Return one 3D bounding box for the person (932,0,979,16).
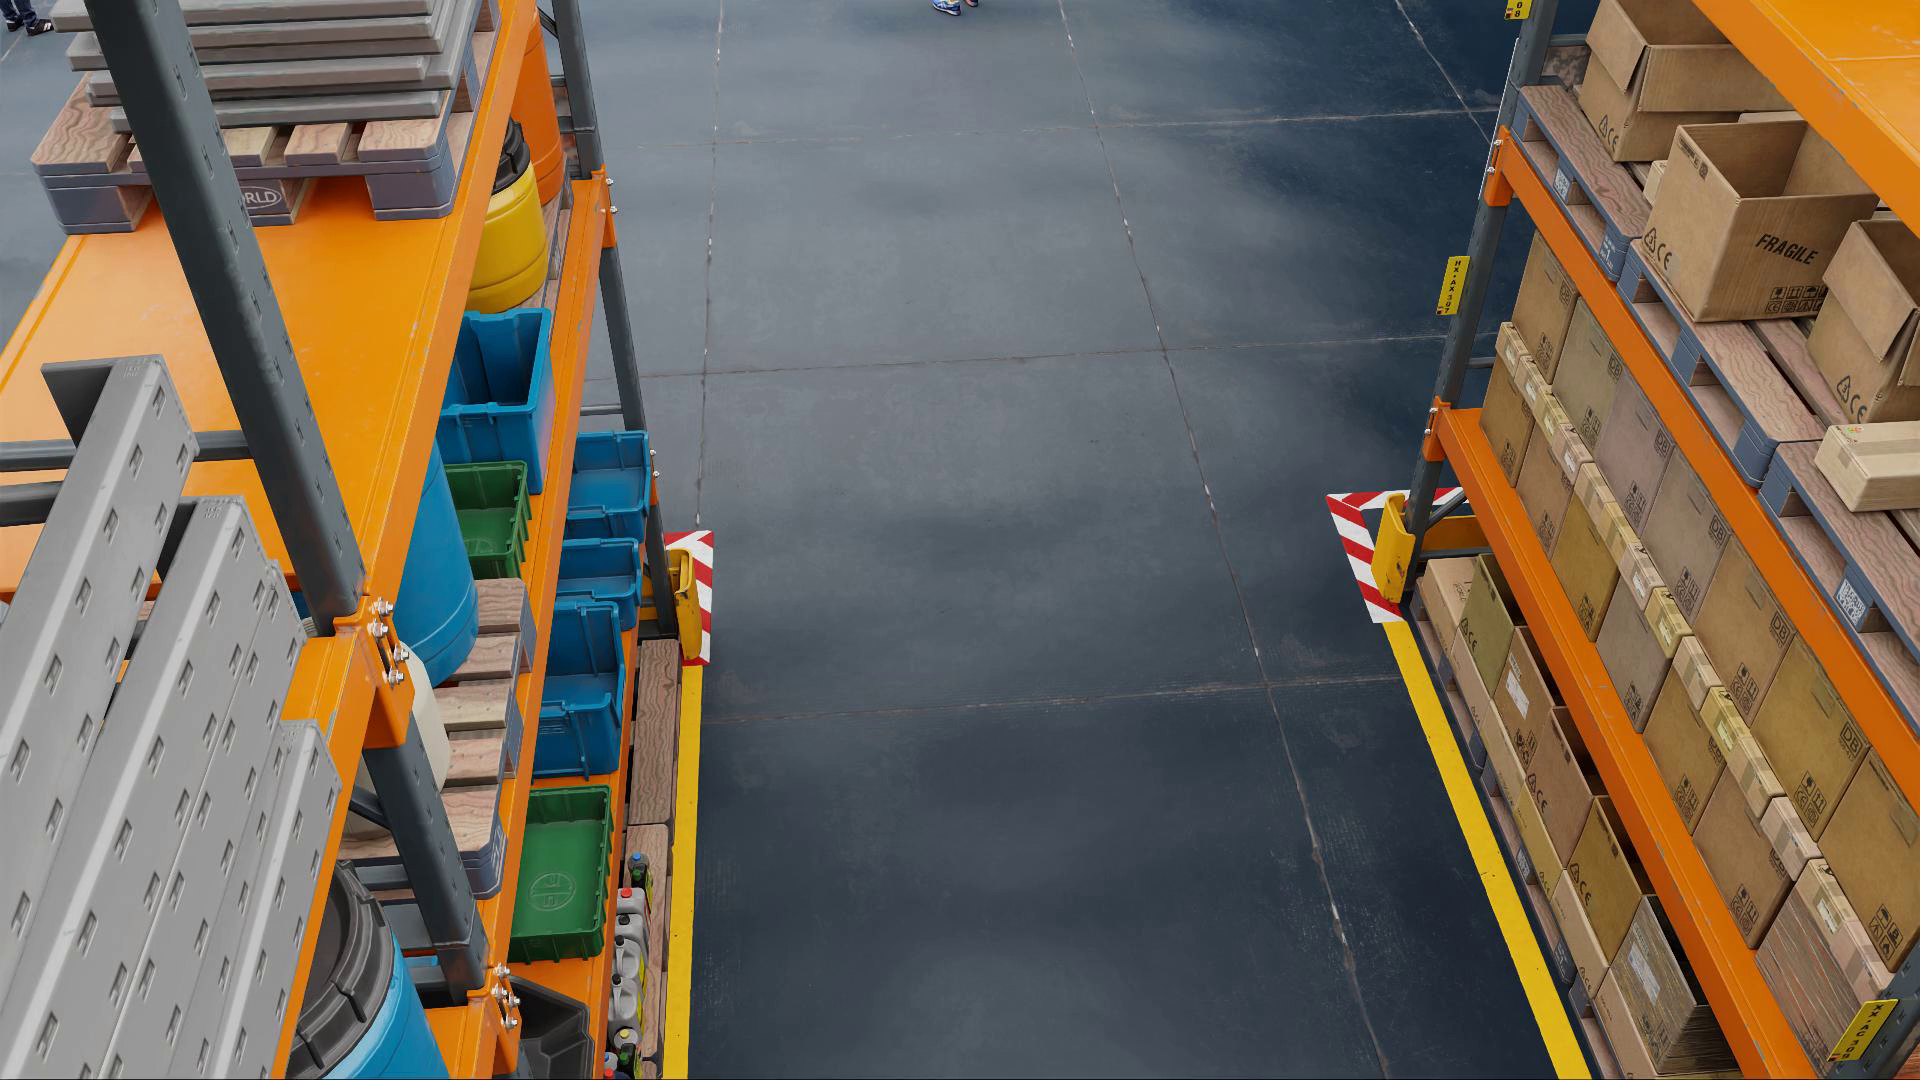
[{"bbox_3d":[-0.019,-5.421,14.106,0.705,1.867,0.741,-32,51,-30],"label":"person"}]
